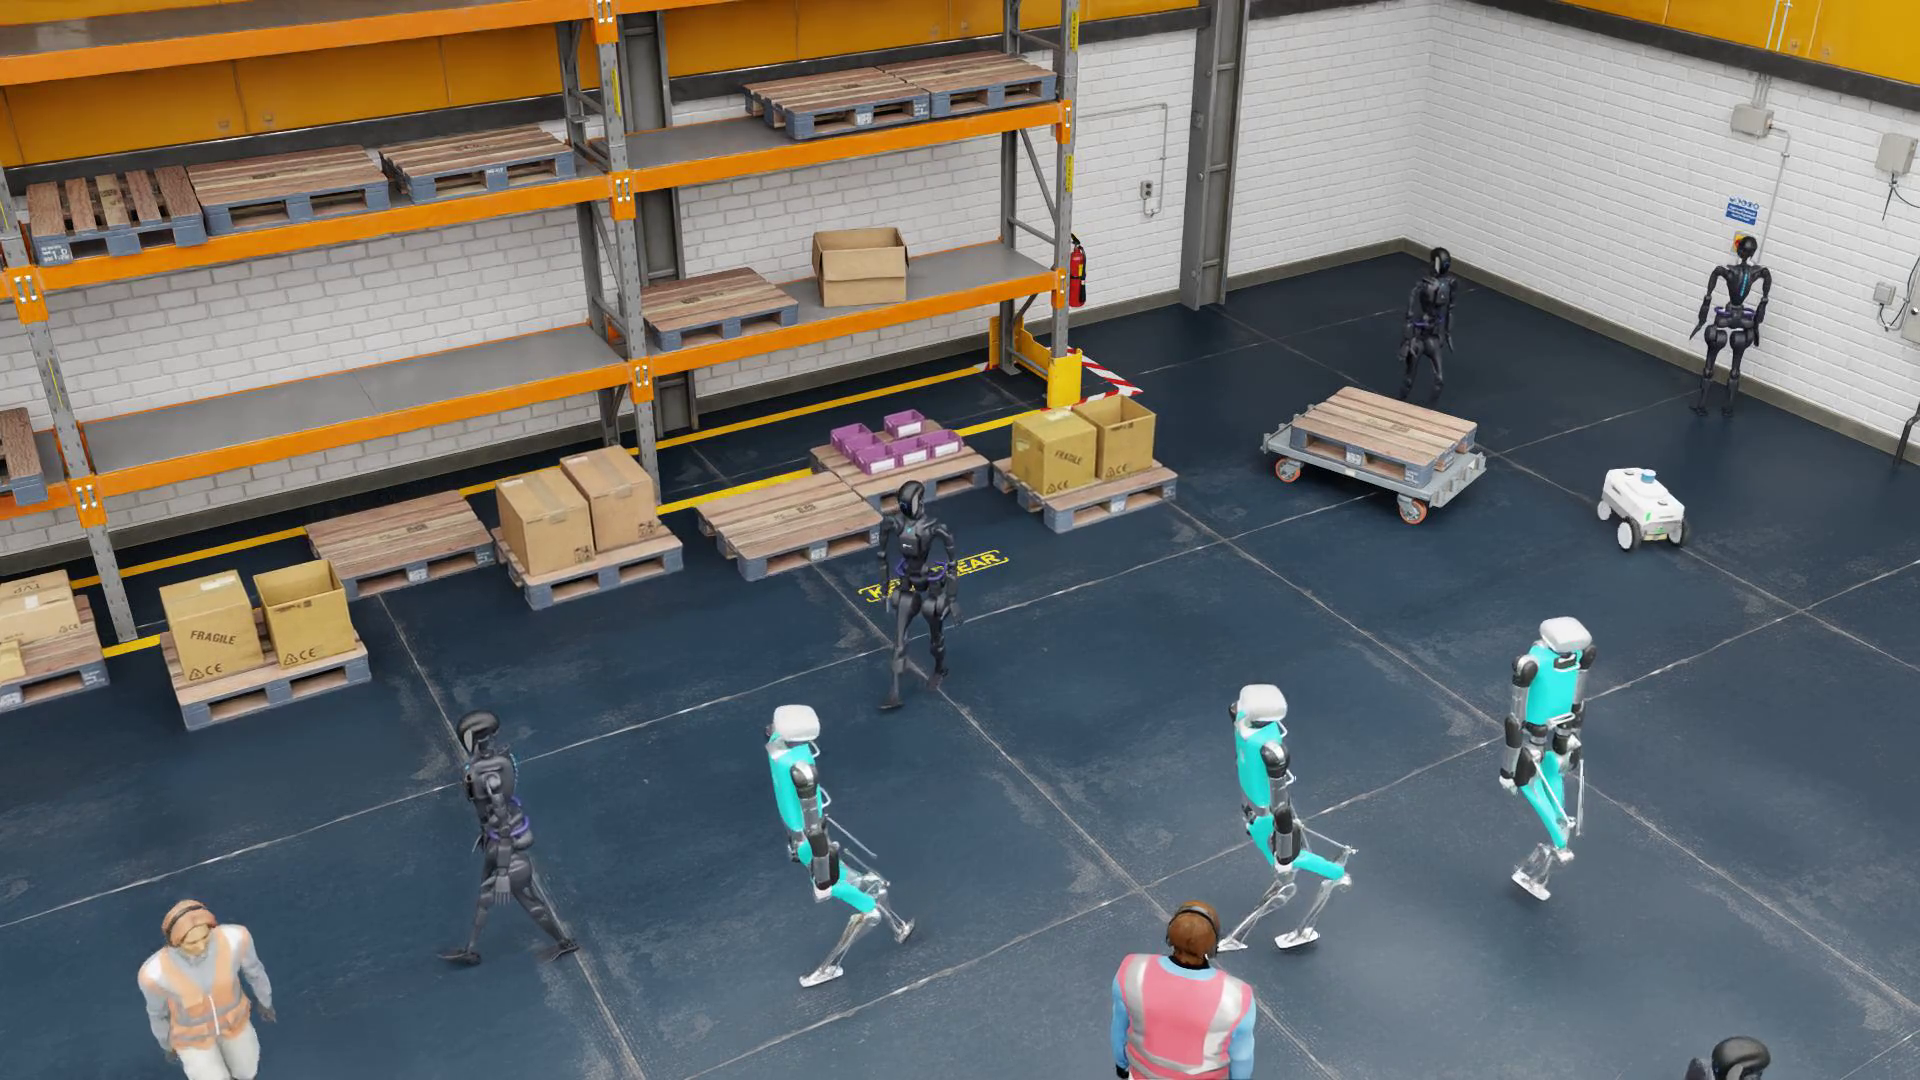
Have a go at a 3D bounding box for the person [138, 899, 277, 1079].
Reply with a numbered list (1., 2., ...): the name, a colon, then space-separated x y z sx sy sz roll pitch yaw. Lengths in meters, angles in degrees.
1. person: -3.479 2.205 7.715 0.519 1.607 0.650 -24 37 -36

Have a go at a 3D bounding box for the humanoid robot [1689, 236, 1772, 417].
1. humanoid robot: 6.901 -1.919 14.926 0.599 1.657 0.315 5 30 8

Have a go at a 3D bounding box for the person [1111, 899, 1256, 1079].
1. person: 0.958 2.325 7.273 0.626 1.834 0.430 11 31 18

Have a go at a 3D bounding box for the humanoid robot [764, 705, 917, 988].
1. humanoid robot: -0.537 1.586 8.720 0.894 1.822 0.556 -12 32 -21

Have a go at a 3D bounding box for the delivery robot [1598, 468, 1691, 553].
1. delivery robot: 5.399 -0.254 13.148 0.499 0.609 0.807 -4 30 -8

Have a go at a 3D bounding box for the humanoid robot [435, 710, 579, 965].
1. humanoid robot: -2.460 1.614 8.719 0.731 1.631 0.587 -15 33 -24

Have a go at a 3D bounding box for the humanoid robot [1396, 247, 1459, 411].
1. humanoid robot: 4.144 -1.787 14.715 0.589 1.637 0.602 -15 33 -24

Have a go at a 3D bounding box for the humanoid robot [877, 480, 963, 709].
1. humanoid robot: -0.271 0.368 10.925 0.607 1.631 0.744 11 31 18

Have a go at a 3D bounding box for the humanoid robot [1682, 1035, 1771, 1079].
1. humanoid robot: 3.085 2.686 6.851 0.766 1.647 0.589 -7 30 -12

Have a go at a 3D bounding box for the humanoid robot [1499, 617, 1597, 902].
1. humanoid robot: 3.321 1.324 9.153 0.544 1.804 0.778 -13 32 -22

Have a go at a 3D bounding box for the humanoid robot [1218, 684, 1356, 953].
1. humanoid robot: 1.785 1.510 8.822 0.858 1.776 0.542 -8 30 -13
